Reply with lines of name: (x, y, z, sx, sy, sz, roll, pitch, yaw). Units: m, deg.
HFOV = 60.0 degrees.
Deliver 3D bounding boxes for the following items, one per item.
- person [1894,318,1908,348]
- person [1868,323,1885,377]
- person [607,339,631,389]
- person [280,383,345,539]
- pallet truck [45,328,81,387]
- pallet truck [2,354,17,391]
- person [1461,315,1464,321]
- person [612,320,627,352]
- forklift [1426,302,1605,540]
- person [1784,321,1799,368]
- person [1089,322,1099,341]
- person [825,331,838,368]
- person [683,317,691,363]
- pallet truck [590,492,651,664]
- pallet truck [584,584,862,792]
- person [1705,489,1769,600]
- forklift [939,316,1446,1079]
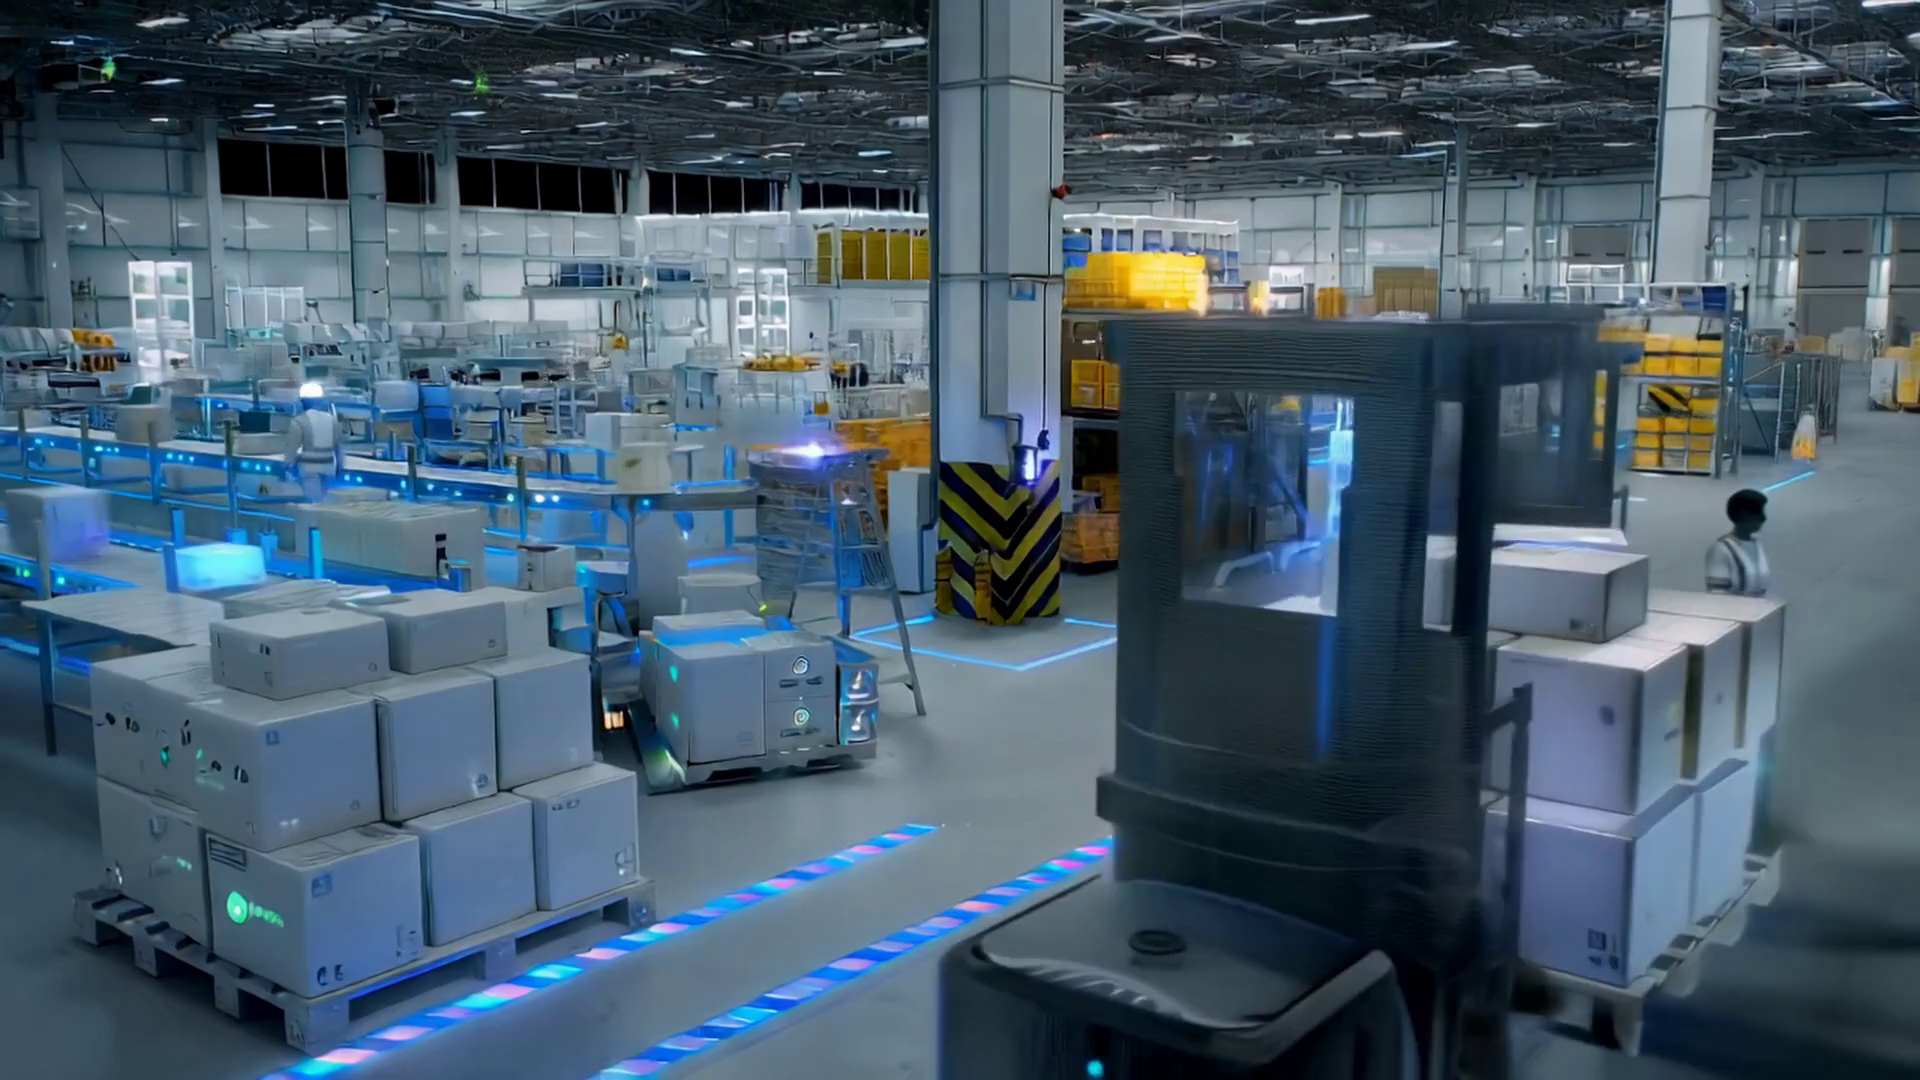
person: (35.302, -7.303, 62.221, 0.611, 1.947, 0.978, -4, 10, -28)
person: (31.682, -6.554, 57.472, 0.508, 1.872, 0.329, -2, 9, -12)
person: (-8.111, -3.854, 39.513, 0.547, 1.796, 0.929, -5, 10, -32)
person: (-7.236, -0.794, 18.544, 0.993, 1.892, 0.604, 5, 10, 31)
pallet truck: (-23.775, -4.544, 43.495, 1.885, 1.965, 0.823, 6, 10, 35)
pallet truck: (-24.881, -4.417, 42.634, 1.885, 1.965, 0.823, 8, 11, 41)
person: (24.183, -9.989, 80.459, 0.477, 1.908, 0.600, 2, 9, 15)
person: (-12.985, -7.463, 63.555, 0.575, 1.883, 0.355, 0, 8, 2)
forklift: (4.379, -0.438, 12.852, 1.129, 2.768, 1.873, 7, 11, 37)
person: (32.436, -7.626, 64.817, 0.648, 1.832, 0.436, -5, 10, -30)
person: (4.859, -6.771, 58.853, 0.980, 1.883, 0.571, 4, 9, 26)
person: (-3.941, -5.614, 51.578, 0.526, 1.737, 0.775, -7, 11, -38)
person: (-11.257, -8.256, 68.747, 0.366, 1.928, 0.585, 0, 8, -3)
pallet truck: (-3.115, 0.344, 12.883, 0.653, 1.274, 1.630, 7, 11, 37)
pallet truck: (-1.426, 0.805, 10.019, 1.601, 1.201, 0.680, -4, 9, -26)
person: (4.844, 0.517, 10.418, 0.533, 1.690, 0.322, -6, 10, -34)
forklift: (0.873, 0.737, 4.931, 1.129, 2.768, 1.873, 7, 11, 37)
